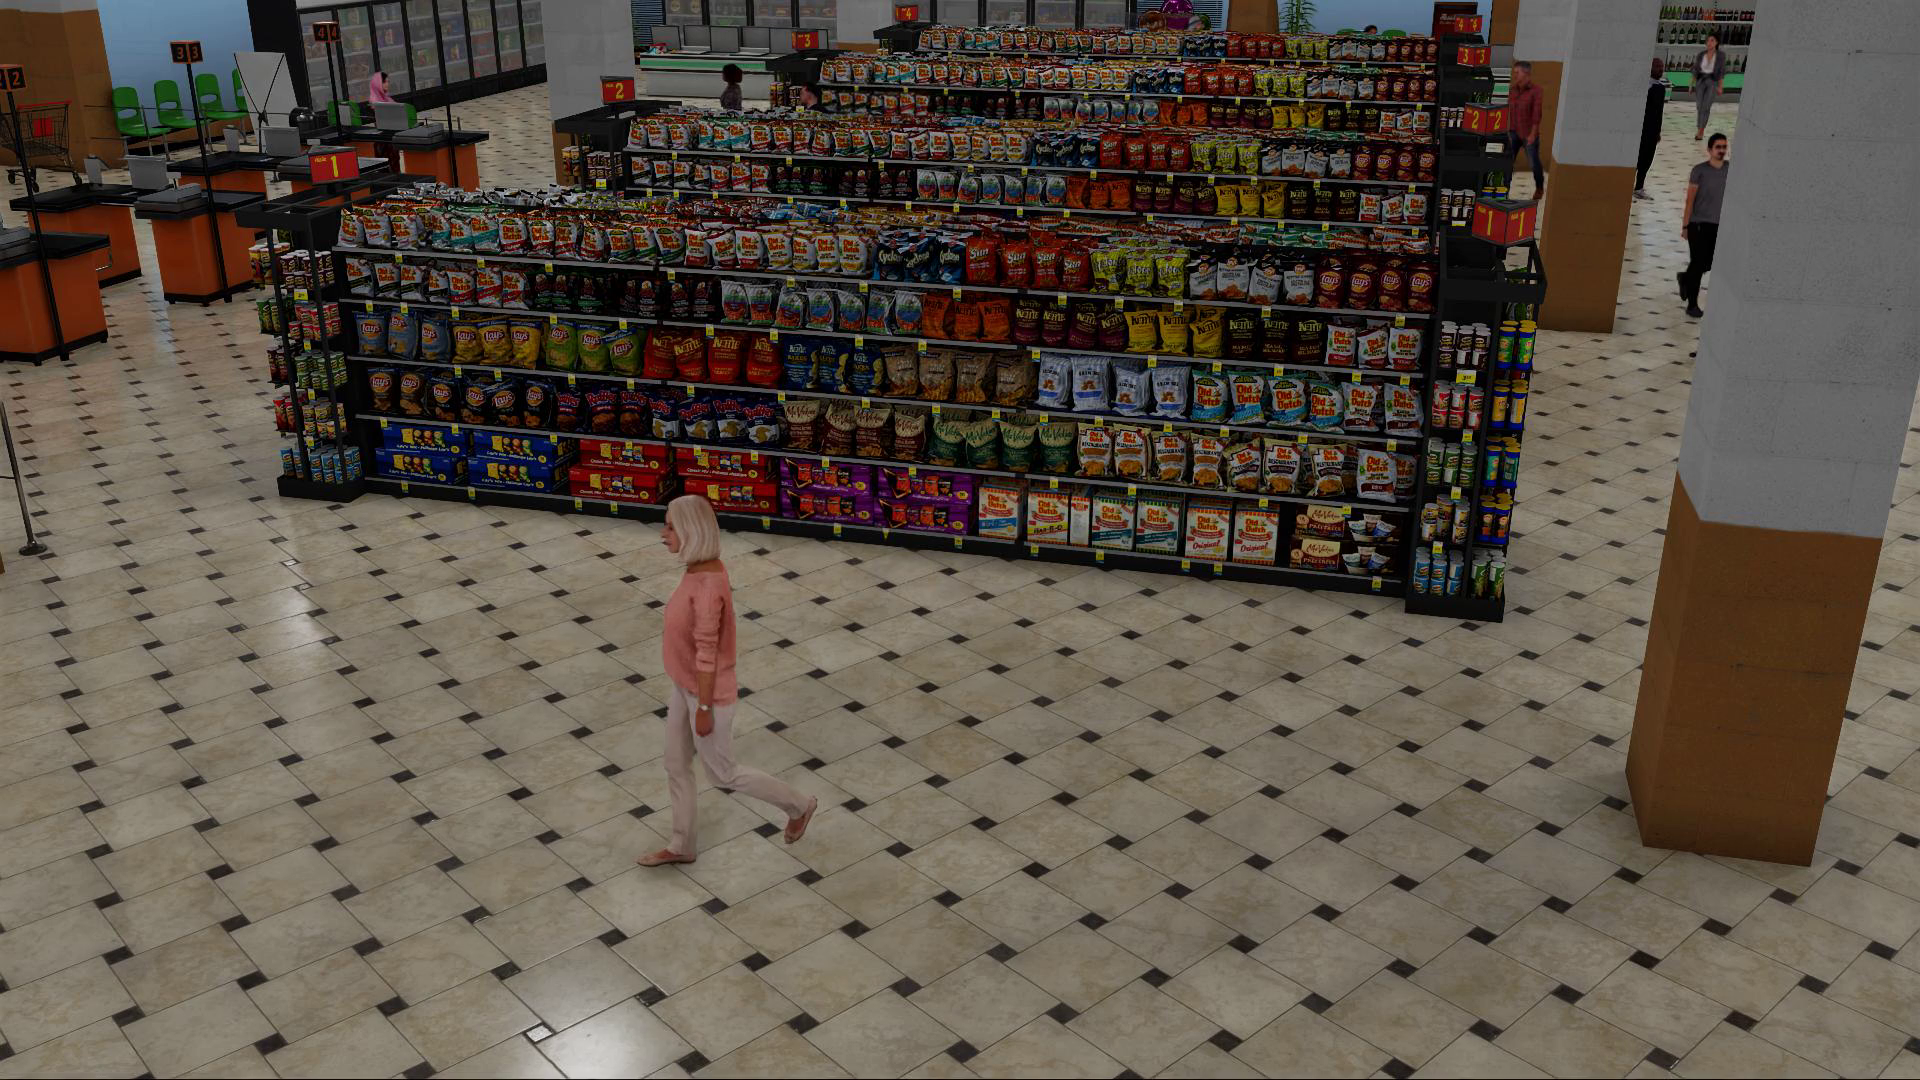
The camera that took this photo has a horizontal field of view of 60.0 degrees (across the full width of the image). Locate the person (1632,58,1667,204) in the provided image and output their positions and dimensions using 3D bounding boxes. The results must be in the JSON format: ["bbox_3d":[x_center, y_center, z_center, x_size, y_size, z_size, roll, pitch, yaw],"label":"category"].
[{"bbox_3d":[9.005,-5.396,21.848,0.716,1.827,0.785,-11,24,-25],"label":"person"}]

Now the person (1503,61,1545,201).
[{"bbox_3d":[7.368,-5.252,21.555,1.251,1.778,1.284,-18,28,-38],"label":"person"}]

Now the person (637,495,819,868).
[{"bbox_3d":[-0.994,0.623,7.033,1.108,1.702,0.939,-7,23,-16],"label":"person"}]

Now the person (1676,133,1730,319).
[{"bbox_3d":[7.236,-3.072,16.190,1.007,1.733,0.934,-4,22,-9],"label":"person"}]

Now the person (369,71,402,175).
[{"bbox_3d":[-7.635,-5.384,22.081,0.671,1.630,0.711,1,22,3],"label":"person"}]

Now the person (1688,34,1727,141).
[{"bbox_3d":[12.026,-7.260,26.713,0.843,1.657,0.879,18,28,38],"label":"person"}]

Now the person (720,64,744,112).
[{"bbox_3d":[-2.921,-5.456,22.176,0.838,1.693,0.635,4,22,10],"label":"person"}]
